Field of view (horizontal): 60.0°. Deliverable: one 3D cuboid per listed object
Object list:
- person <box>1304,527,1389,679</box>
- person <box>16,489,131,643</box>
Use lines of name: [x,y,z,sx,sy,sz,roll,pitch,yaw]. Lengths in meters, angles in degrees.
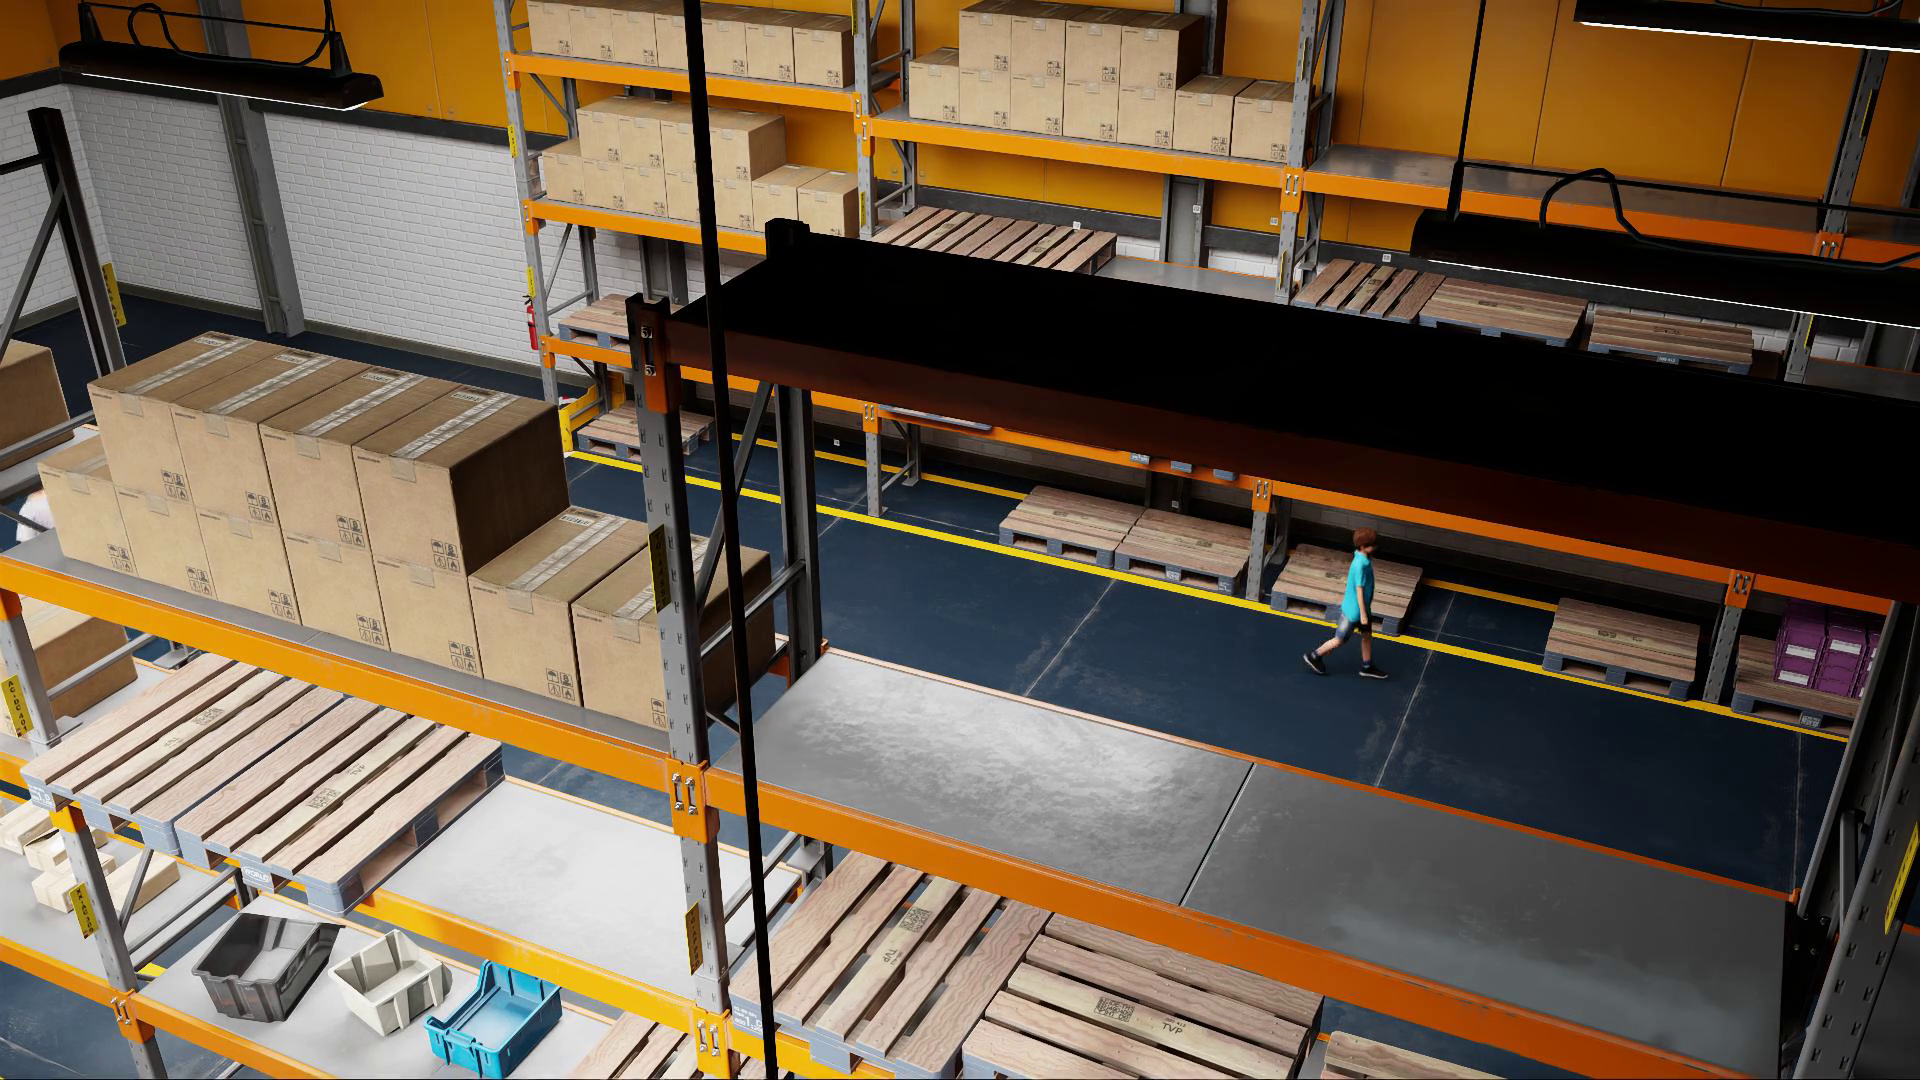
person: [3.298,0.547,14.118,0.926,1.428,0.533,12,31,21]
person: [-7.712,0.202,14.313,1.269,1.848,0.987,1,29,1]
